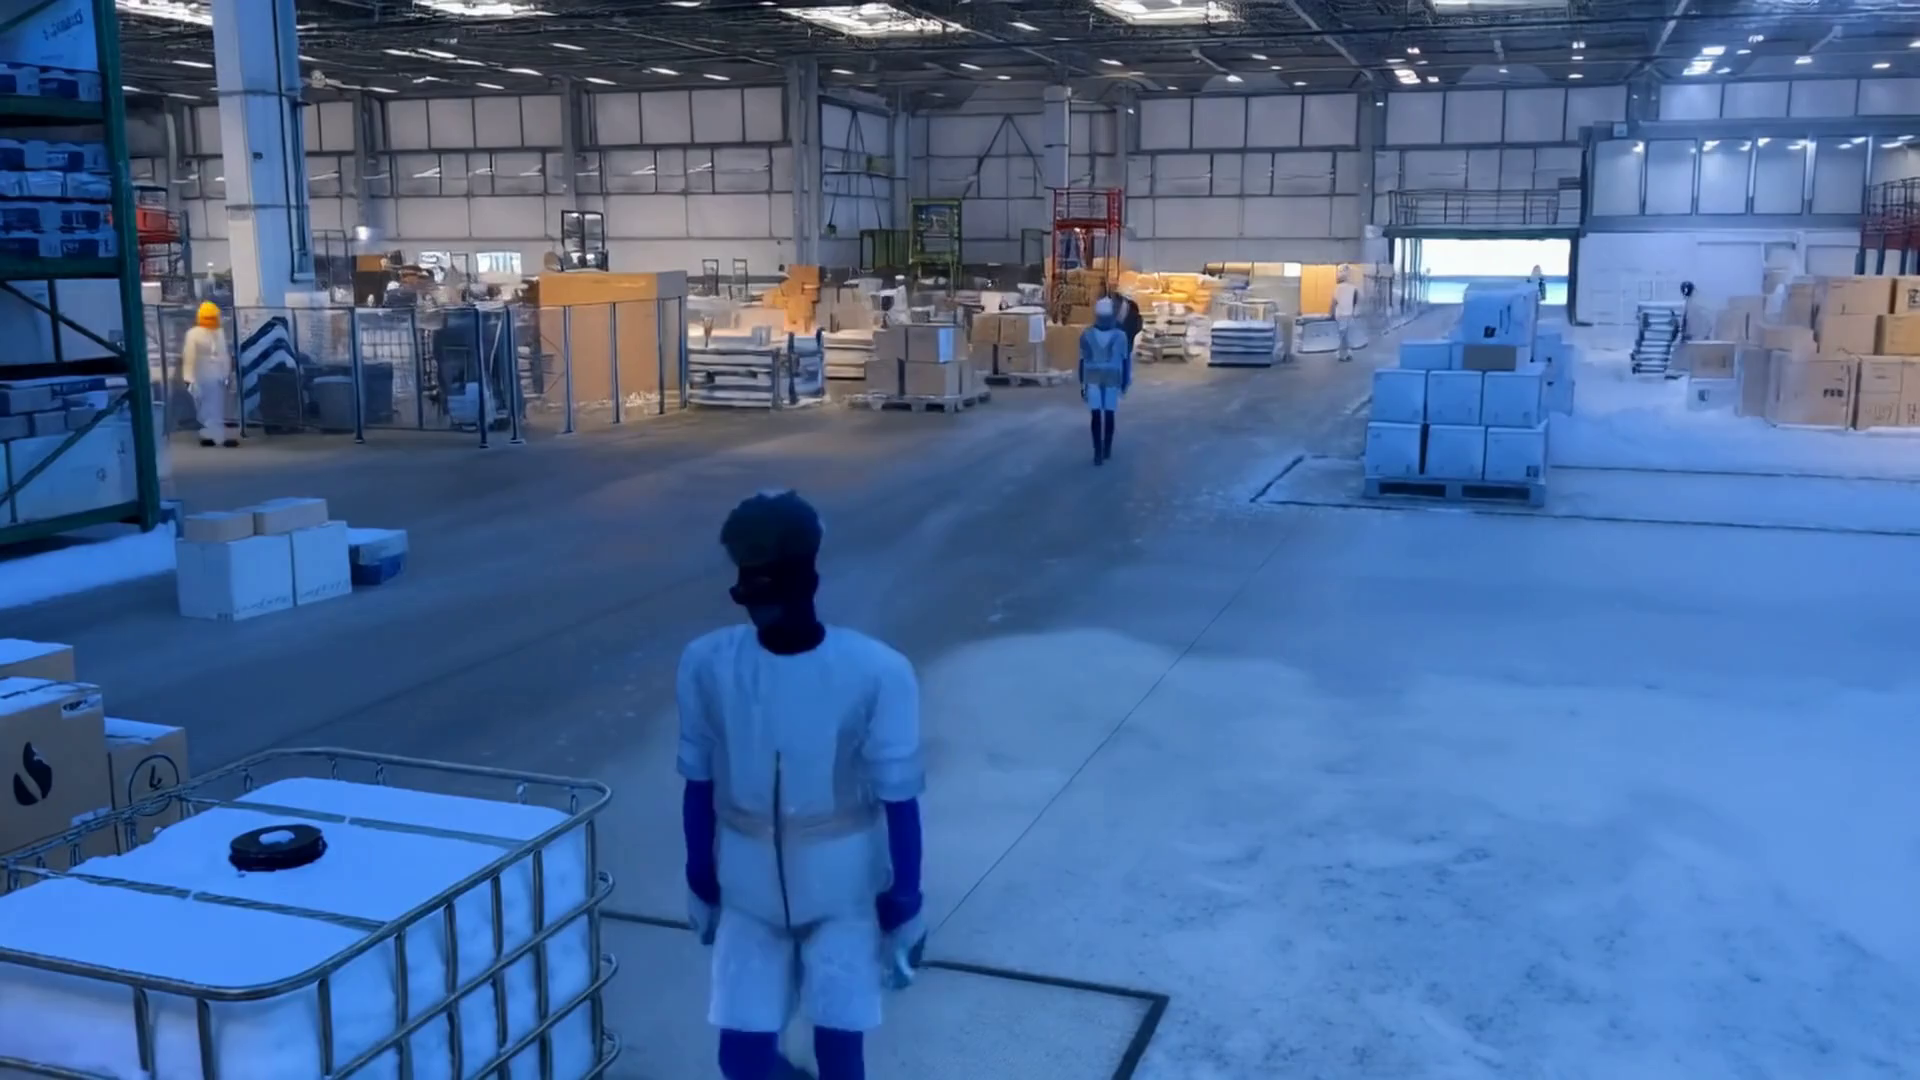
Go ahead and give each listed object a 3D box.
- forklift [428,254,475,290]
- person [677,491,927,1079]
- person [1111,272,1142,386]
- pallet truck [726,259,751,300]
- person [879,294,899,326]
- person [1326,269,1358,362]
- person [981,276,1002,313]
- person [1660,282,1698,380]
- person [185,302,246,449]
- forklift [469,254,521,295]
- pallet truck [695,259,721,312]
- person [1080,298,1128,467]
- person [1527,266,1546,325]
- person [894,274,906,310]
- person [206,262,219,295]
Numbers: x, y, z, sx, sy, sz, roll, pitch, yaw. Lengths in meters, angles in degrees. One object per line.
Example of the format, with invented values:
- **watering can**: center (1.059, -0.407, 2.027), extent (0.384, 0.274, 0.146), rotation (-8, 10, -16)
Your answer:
- **forklift**: center (-20.133, -10.254, 65.465), extent (1.157, 1.987, 2.680), rotation (3, 11, 19)
- **person**: center (-0.375, 0.828, 4.024), extent (0.625, 1.945, 0.520), rotation (2, 10, 10)
- **person**: center (2.997, -3.758, 29.599), extent (0.535, 2.000, 0.768), rotation (6, 12, 29)
- **pallet truck**: center (-7.986, -9.493, 62.019), extent (0.823, 1.965, 1.885), rotation (3, 11, 17)
- **person**: center (-1.278, -3.274, 27.863), extent (0.593, 1.674, 0.557), rotation (3, 11, 18)
- **person**: center (8.230, -4.819, 35.725), extent (0.618, 1.999, 1.052), rotation (-3, 11, -19)
- **person**: center (0.718, -4.540, 34.538), extent (0.563, 1.843, 0.772), rotation (-5, 11, -28)
- **person**: center (13.458, -3.832, 30.616), extent (0.527, 1.837, 0.900), rotation (-8, 13, -37)
- **person**: center (-9.090, -2.006, 20.401), extent (0.884, 1.794, 0.624), rotation (3, 11, 17)
- **forklift**: center (-17.990, -10.121, 64.684), extent (1.157, 1.987, 2.680), rotation (3, 11, 17)
- **pallet truck**: center (-9.165, -9.627, 62.776), extent (0.823, 1.965, 1.885), rotation (4, 11, 23)
- **person**: center (1.653, -1.828, 19.116), extent (0.550, 1.913, 0.866), rotation (1, 10, 5)
- **person**: center (17.913, -7.615, 51.824), extent (0.590, 1.864, 0.653), rotation (5, 11, 28)
- **person**: center (-1.533, -5.918, 42.543), extent (0.313, 1.768, 0.528), rotation (0, 10, 1)
- **person**: center (-29.339, -9.994, 65.316), extent (0.600, 1.827, 0.403), rotation (10, 14, 43)
